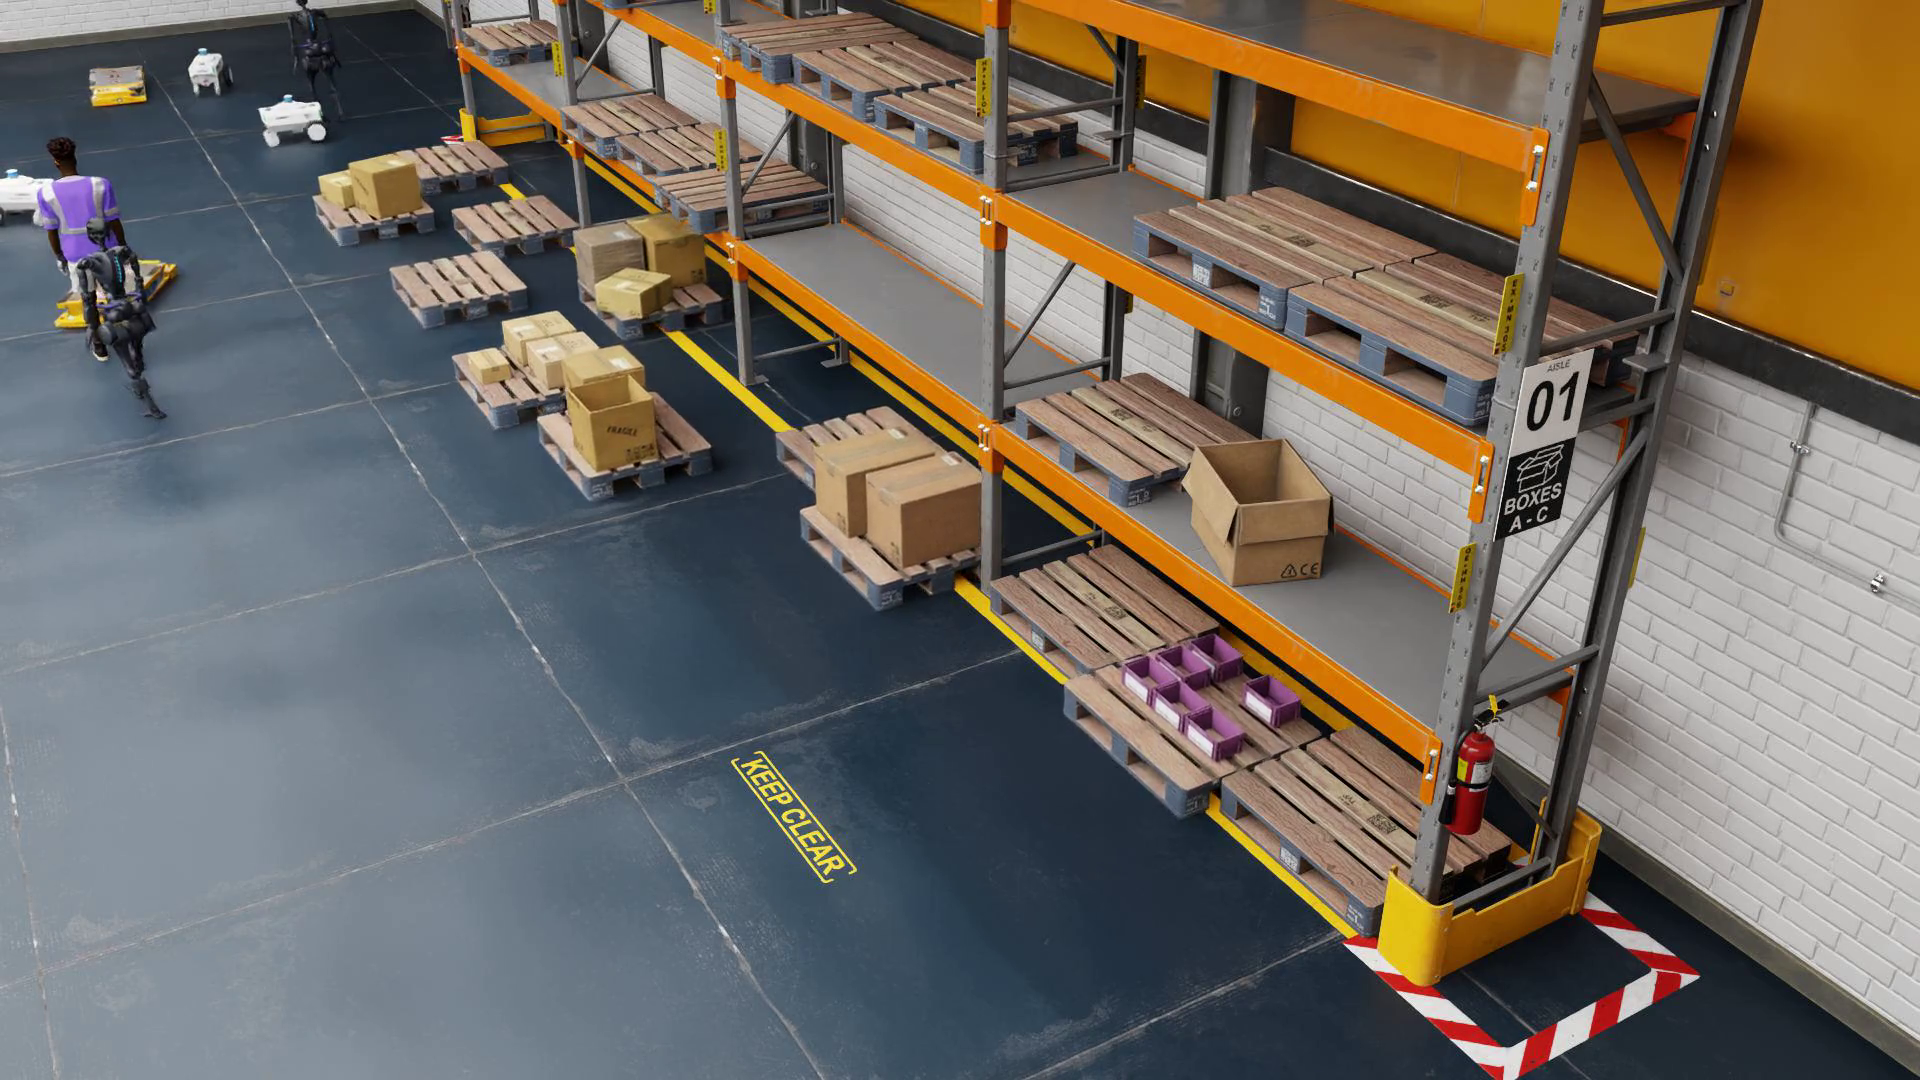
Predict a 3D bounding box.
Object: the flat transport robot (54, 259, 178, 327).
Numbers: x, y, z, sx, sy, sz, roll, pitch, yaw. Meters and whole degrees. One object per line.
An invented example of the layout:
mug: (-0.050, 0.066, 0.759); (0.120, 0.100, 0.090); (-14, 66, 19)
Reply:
flat transport robot: (-8.009, -2.366, 15.809); (0.659, 0.231, 1.431); (-3, 30, -5)

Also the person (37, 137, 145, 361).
person: (-7.487, -2.493, 14.322); (0.602, 1.958, 0.377); (-13, 32, -22)

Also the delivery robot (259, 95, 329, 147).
delivery robot: (-8.189, -5.163, 20.474); (0.807, 0.613, 0.499); (-13, 32, -22)

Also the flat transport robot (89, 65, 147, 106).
flat transport robot: (-11.385, -6.142, 22.475); (0.659, 0.231, 1.431); (-13, 32, -22)

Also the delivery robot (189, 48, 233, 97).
delivery robot: (-10.218, -6.365, 22.596); (0.499, 0.612, 0.796); (-7, 30, -12)

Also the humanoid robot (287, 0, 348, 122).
humanoid robot: (-8.114, -6.098, 20.973); (0.594, 1.638, 0.427); (-24, 37, -36)

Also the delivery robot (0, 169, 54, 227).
delivery robot: (-10.097, -3.669, 17.812); (0.759, 0.587, 0.505); (-2, 30, -3)

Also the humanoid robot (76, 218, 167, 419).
humanoid robot: (-6.812, -1.796, 13.393); (0.688, 1.638, 0.590); (15, 33, 24)
